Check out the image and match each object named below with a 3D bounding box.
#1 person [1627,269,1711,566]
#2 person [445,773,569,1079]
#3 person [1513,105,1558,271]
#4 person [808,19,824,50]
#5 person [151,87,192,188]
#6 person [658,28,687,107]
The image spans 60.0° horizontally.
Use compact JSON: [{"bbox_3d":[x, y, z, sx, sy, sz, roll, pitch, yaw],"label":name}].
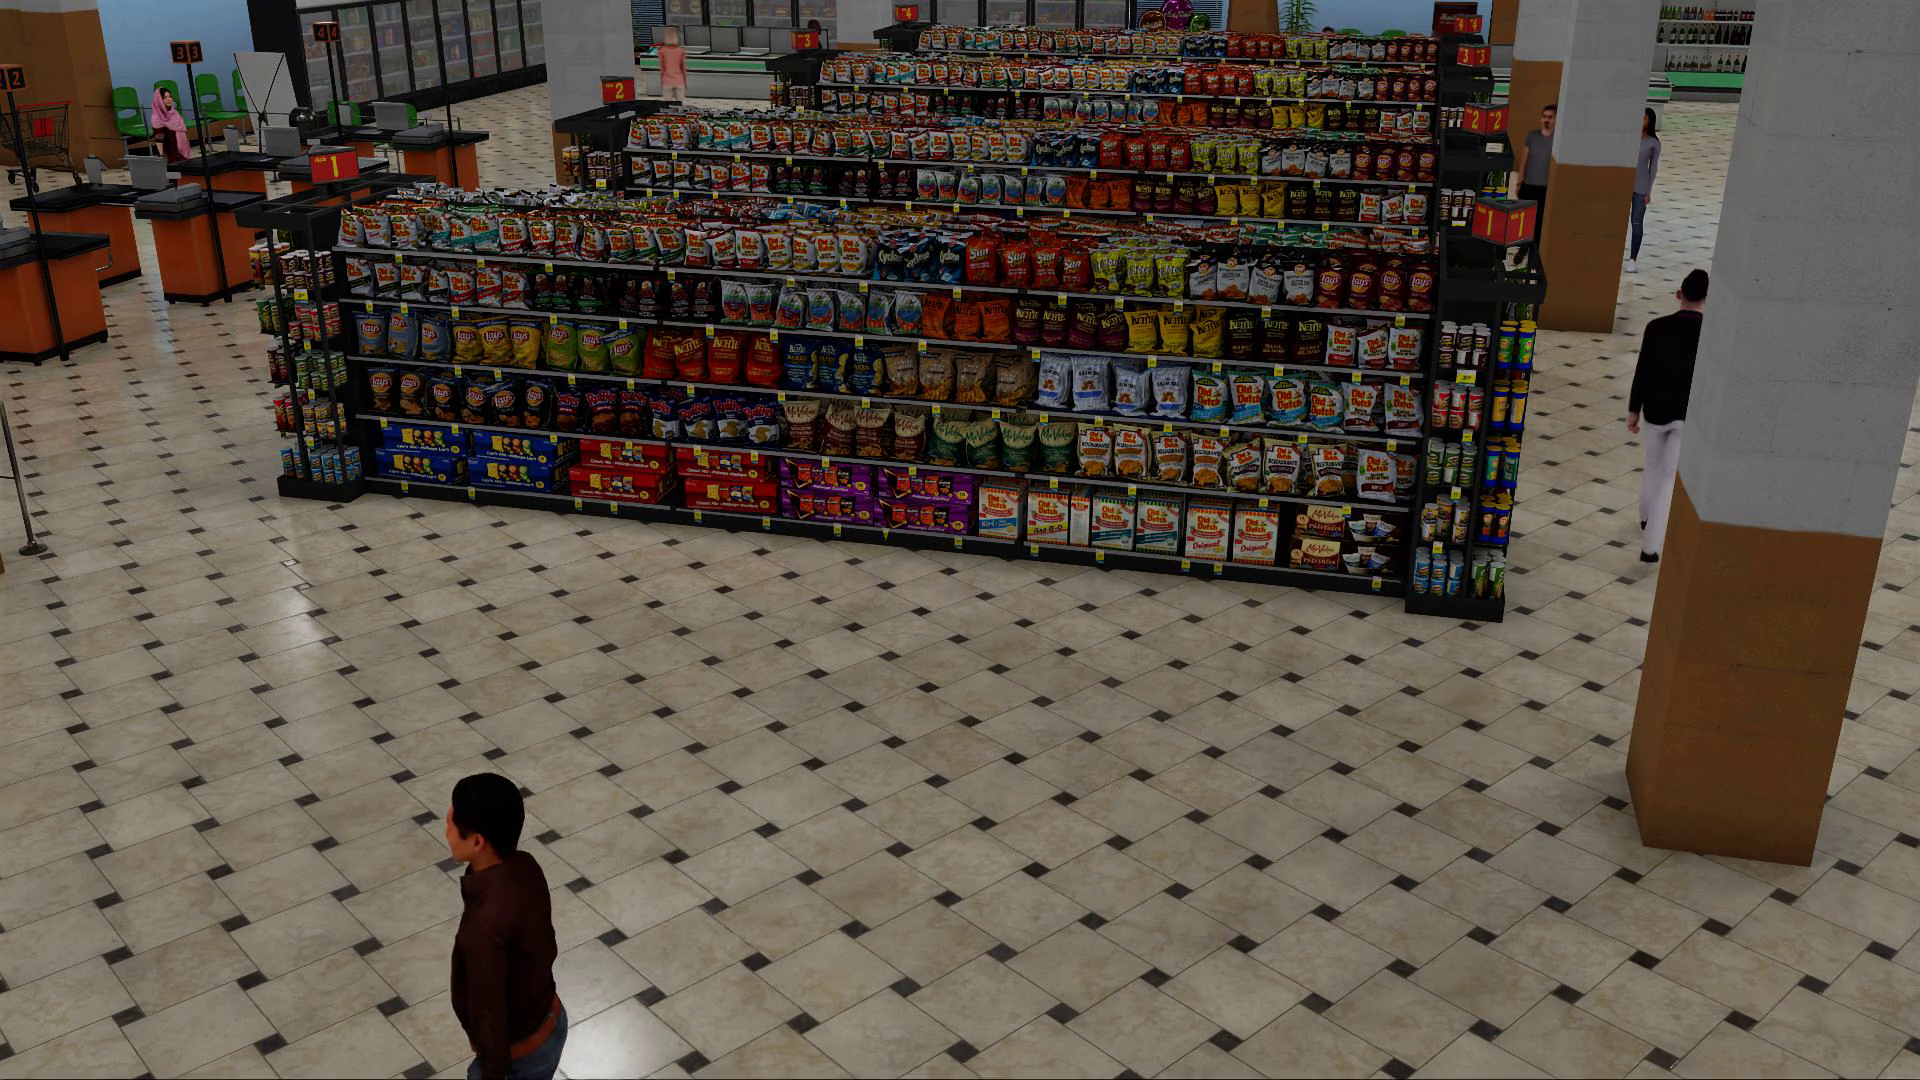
[{"bbox_3d":[4.373,-0.703,10.216,1.242,1.790,0.960,12,25,27],"label":"person"},{"bbox_3d":[-1.203,1.483,4.806,0.746,1.767,0.745,0,22,0],"label":"person"},{"bbox_3d":[6.318,-3.851,18.106,0.648,1.750,0.765,12,25,27],"label":"person"},{"bbox_3d":[-2.416,-7.674,27.523,0.612,1.822,0.683,2,22,4],"label":"person"},{"bbox_3d":[-9.684,-4.726,20.445,0.600,1.629,0.665,7,23,17],"label":"person"},{"bbox_3d":[-4.676,-7.472,27.151,0.620,1.724,0.731,-6,23,-15],"label":"person"}]
